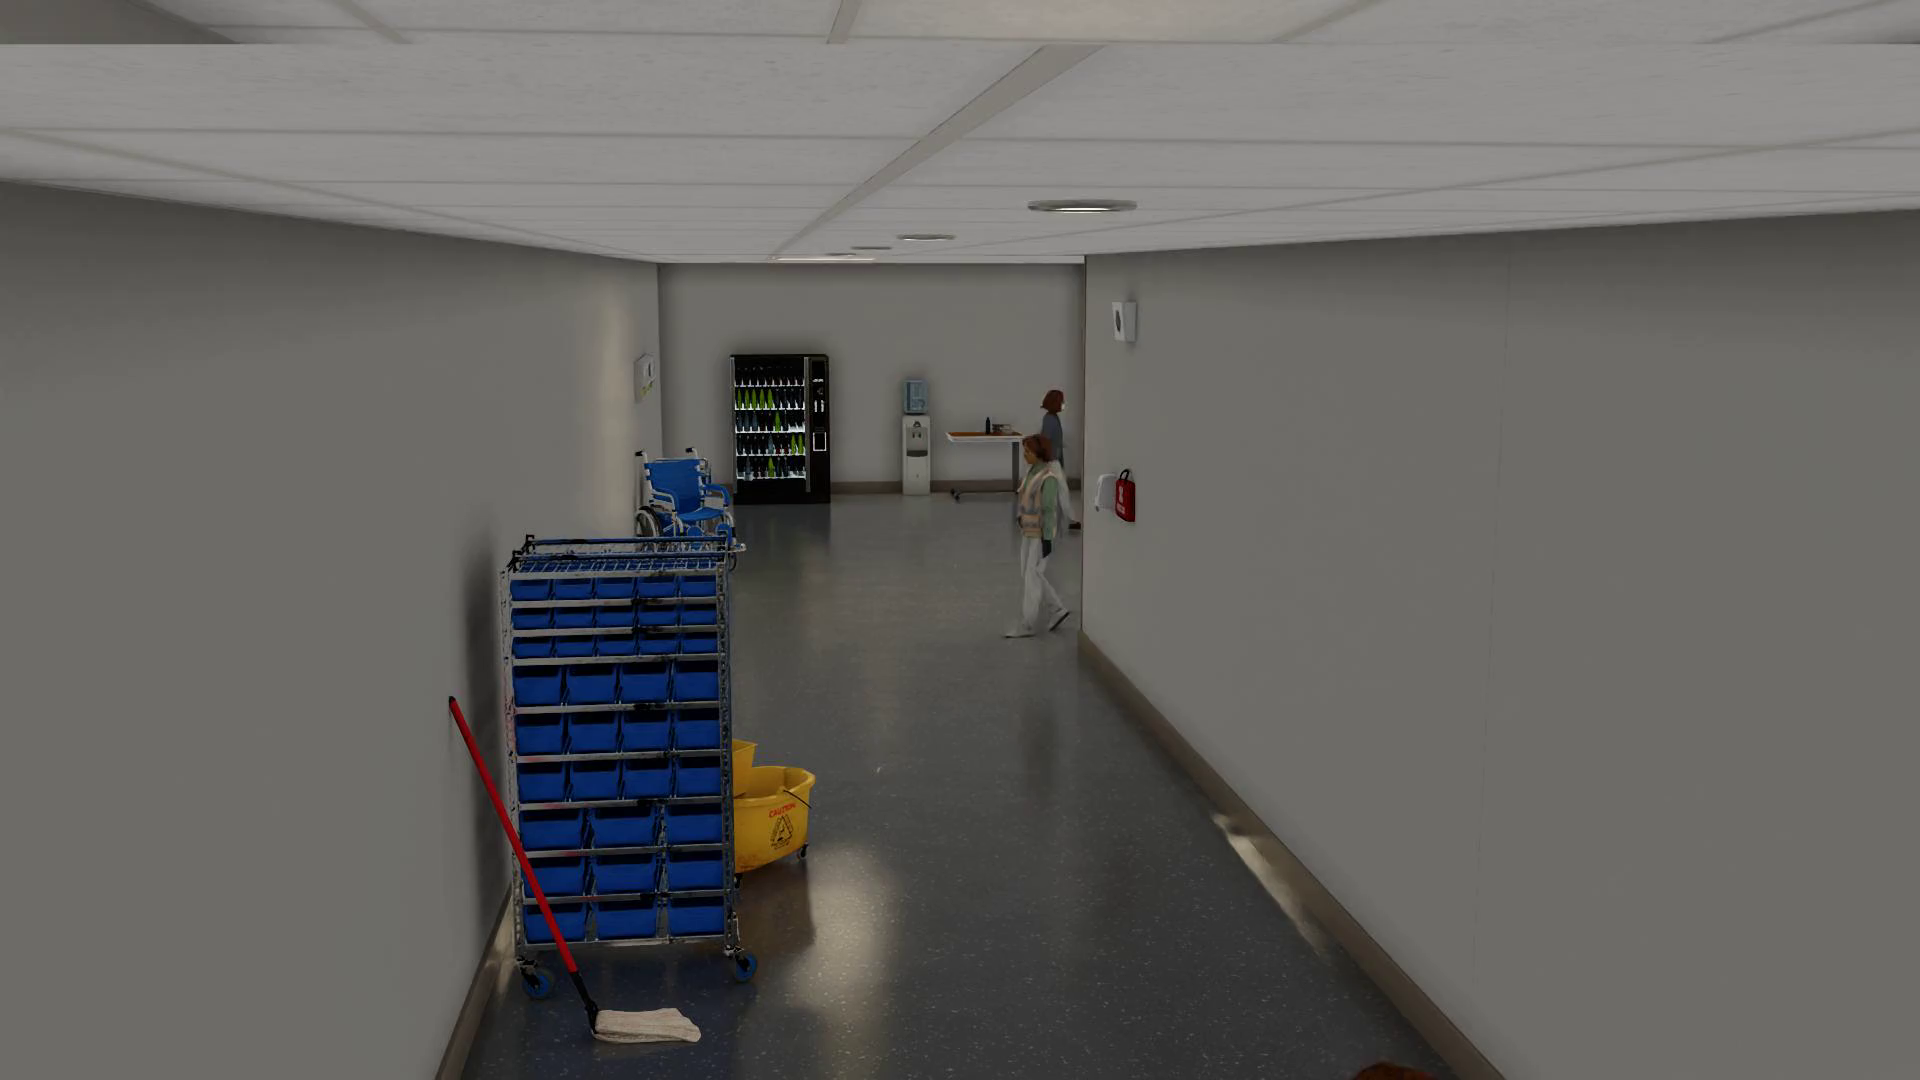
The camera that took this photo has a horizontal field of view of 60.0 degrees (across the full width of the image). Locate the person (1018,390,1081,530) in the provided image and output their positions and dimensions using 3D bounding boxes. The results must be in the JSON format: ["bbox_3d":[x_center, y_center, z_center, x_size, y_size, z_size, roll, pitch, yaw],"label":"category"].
[{"bbox_3d":[1.040,-0.902,18.757,0.841,1.589,0.512,2,9,11],"label":"person"}]

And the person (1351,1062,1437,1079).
[{"bbox_3d":[0.747,1.655,2.742,0.510,1.591,0.827,-3,10,-19],"label":"person"}]

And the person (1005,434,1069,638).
[{"bbox_3d":[0.633,-0.034,13.241,0.524,1.633,0.529,-3,10,-19],"label":"person"}]
